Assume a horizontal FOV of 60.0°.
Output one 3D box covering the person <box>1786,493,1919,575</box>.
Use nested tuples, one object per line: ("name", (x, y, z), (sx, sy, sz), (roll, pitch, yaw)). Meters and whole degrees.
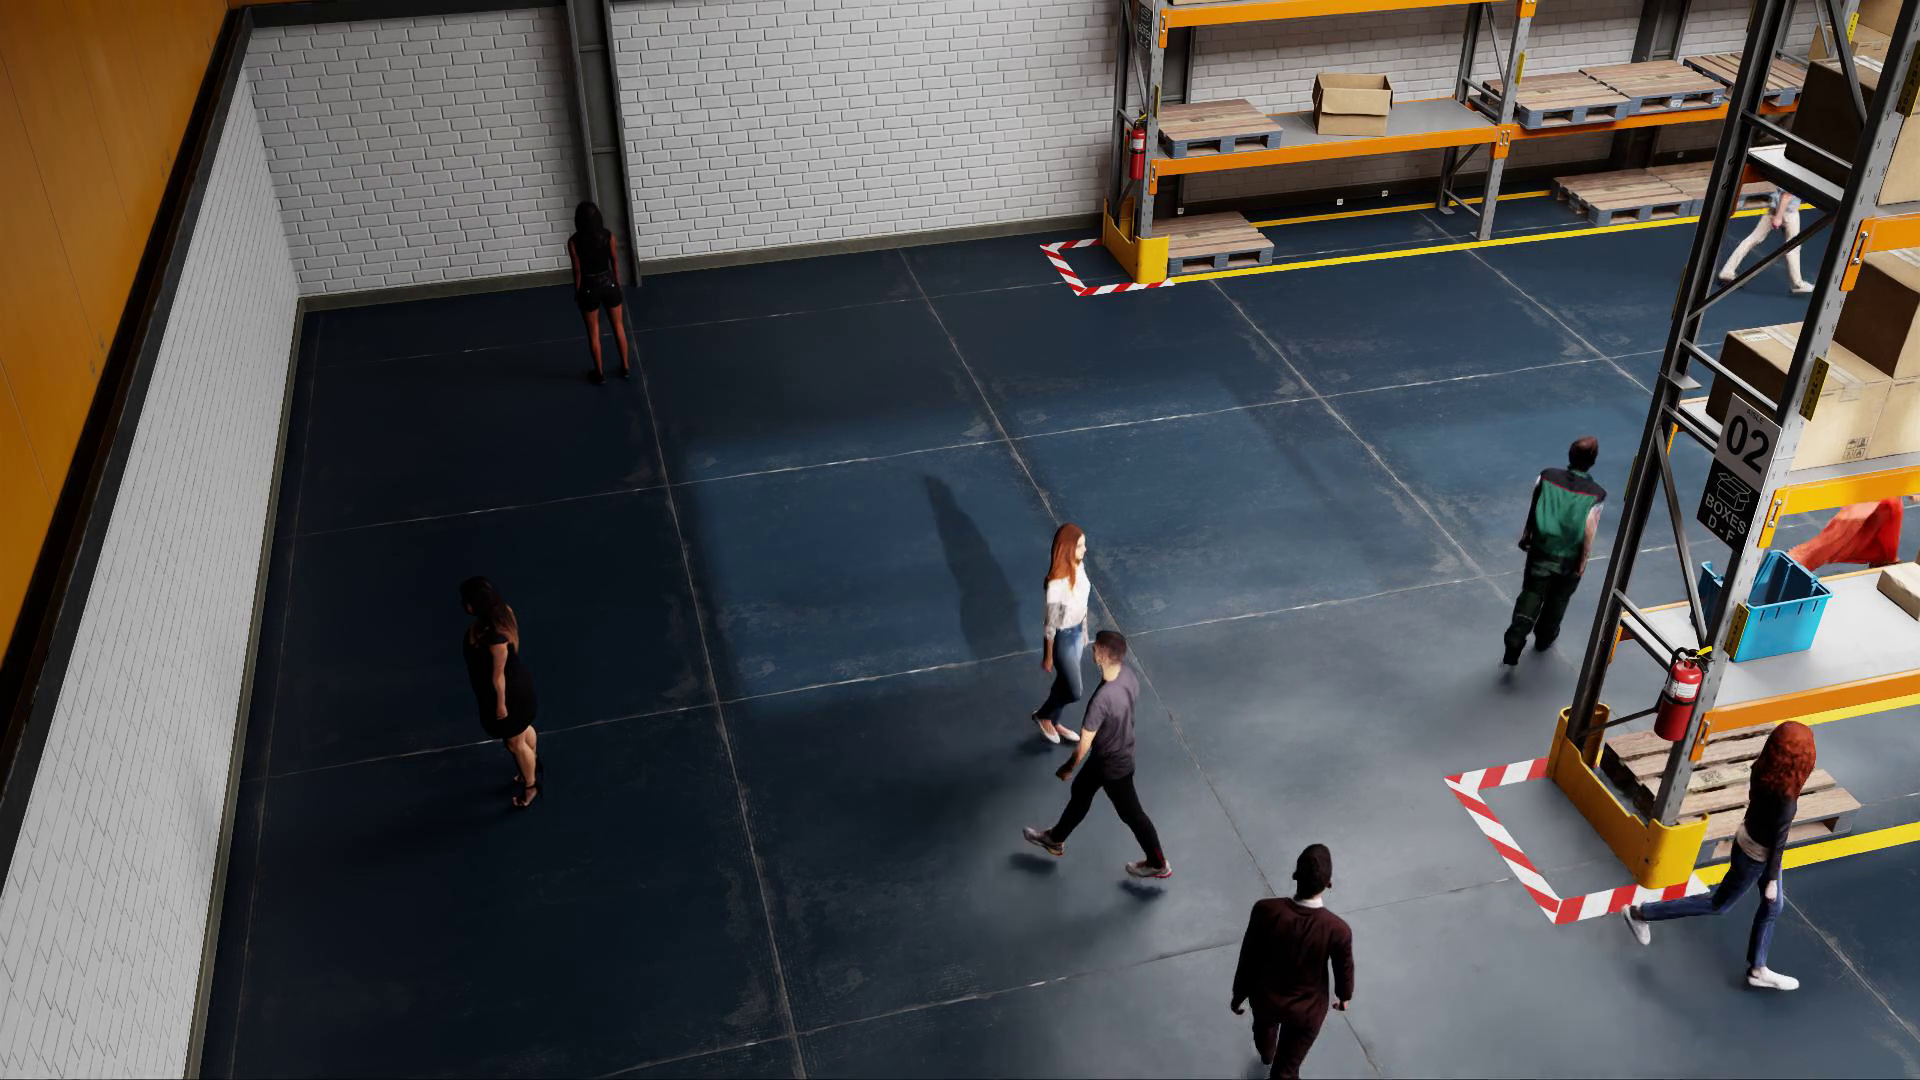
("person", (6.738, -0.406, 12.390), (1.299, 1.754, 0.754), (-4, 34, -6))

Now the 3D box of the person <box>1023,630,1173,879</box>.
("person", (0.965, 1.347, 9.796), (1.257, 1.707, 1.052), (11, 35, 16))

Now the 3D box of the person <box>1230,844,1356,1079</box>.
("person", (1.605, 2.323, 8.214), (1.146, 1.833, 1.154), (13, 36, 18))

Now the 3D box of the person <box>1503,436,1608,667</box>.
("person", (4.123, 0.096, 11.573), (1.008, 1.823, 1.112), (23, 40, 31))

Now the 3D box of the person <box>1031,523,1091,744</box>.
("person", (0.607, 0.619, 10.882), (0.794, 1.718, 0.735), (17, 37, 24))

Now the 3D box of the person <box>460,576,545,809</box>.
("person", (-2.827, 0.945, 10.395), (0.590, 1.712, 0.626), (-7, 34, -11))

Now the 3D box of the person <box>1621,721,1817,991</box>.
("person", (4.264, 1.742, 9.170), (1.262, 1.741, 1.091), (13, 36, 19))

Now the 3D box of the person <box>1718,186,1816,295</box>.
("person", (8.212, -3.355, 16.786), (1.300, 1.800, 1.091), (10, 35, 15))

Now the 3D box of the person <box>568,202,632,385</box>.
("person", (-3.305, -2.265, 15.200), (0.520, 1.741, 0.701), (-16, 37, -23))
